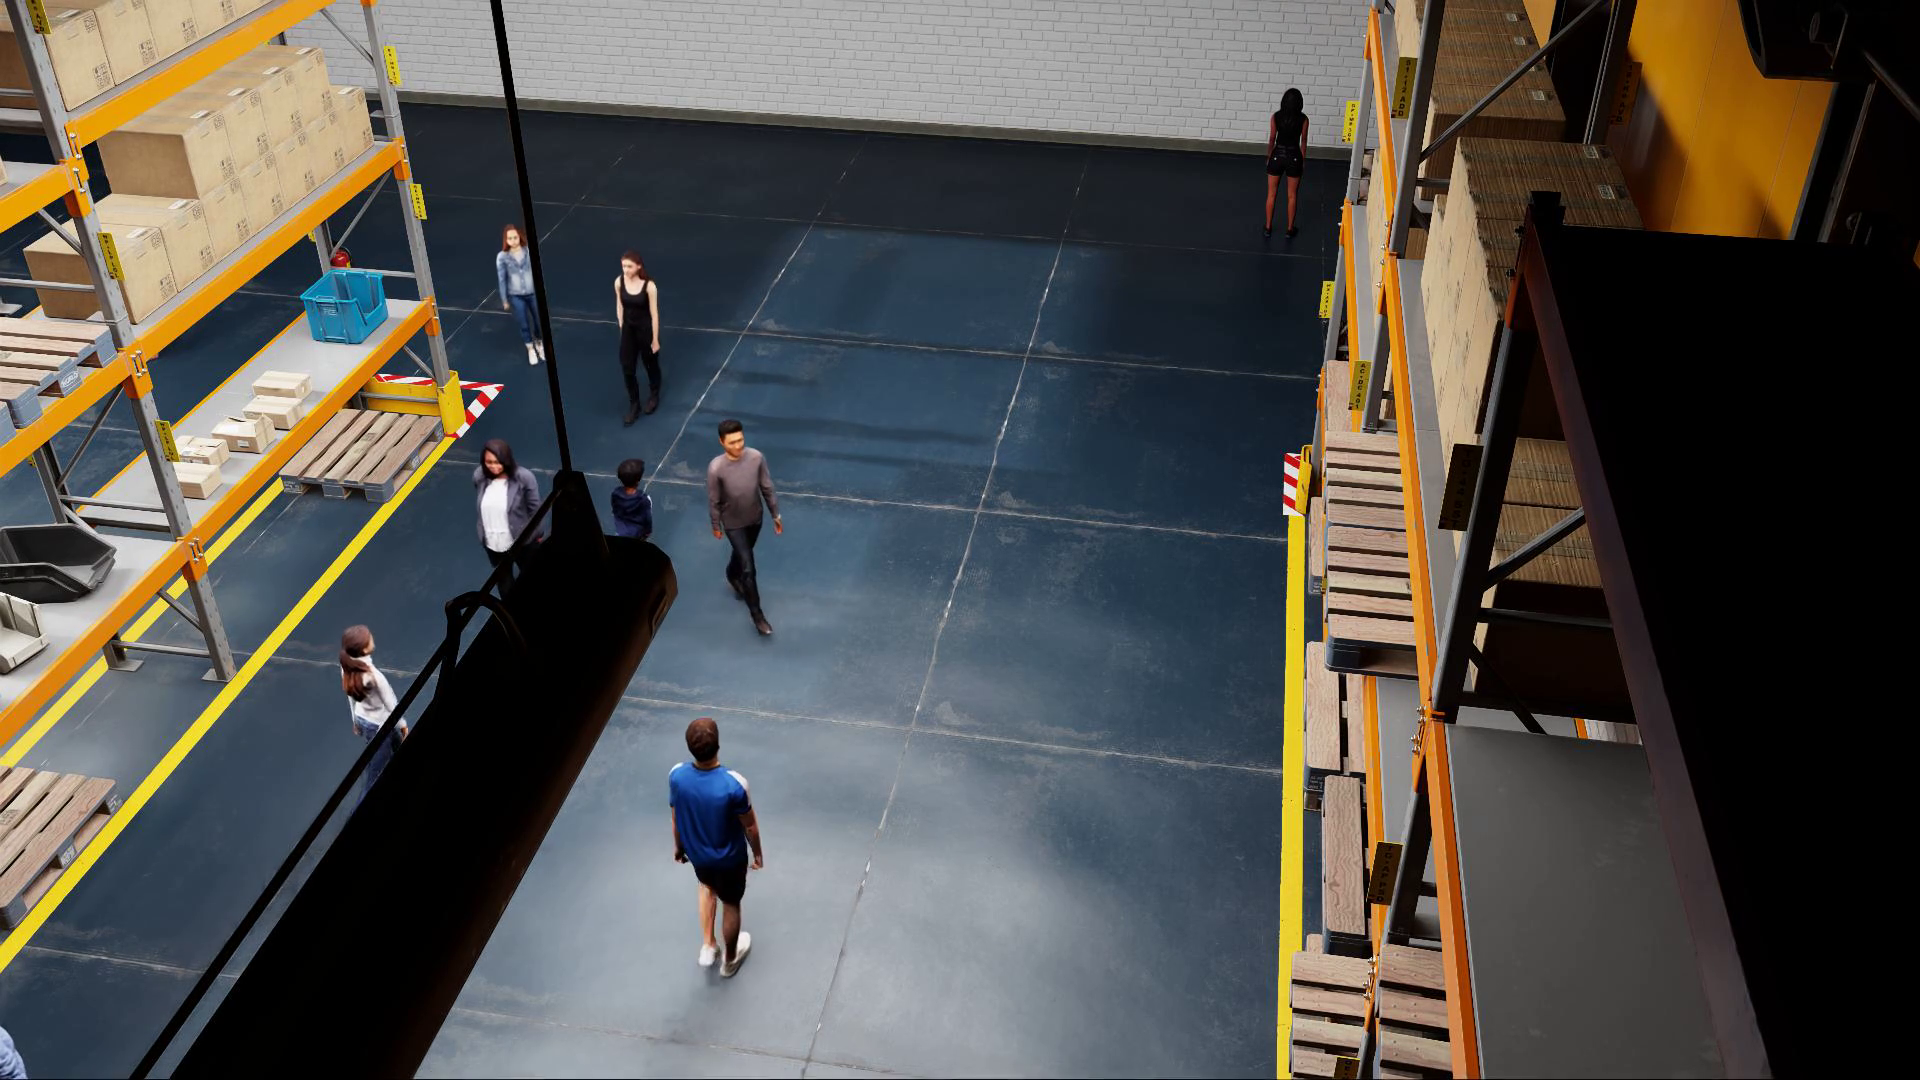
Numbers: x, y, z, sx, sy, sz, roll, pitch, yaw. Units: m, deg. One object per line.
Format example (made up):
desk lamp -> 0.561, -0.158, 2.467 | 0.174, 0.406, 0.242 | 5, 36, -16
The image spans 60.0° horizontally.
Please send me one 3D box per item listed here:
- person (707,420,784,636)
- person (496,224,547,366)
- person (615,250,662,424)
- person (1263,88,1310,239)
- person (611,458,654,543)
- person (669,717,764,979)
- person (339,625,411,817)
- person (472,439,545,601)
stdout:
person -> -1.718, -0.194, 12.910 | 1.109, 1.726, 1.174 | -11, 35, -17
person -> -4.359, -2.479, 16.579 | 0.684, 1.472, 0.701 | -13, 36, -19
person -> -2.966, -1.974, 15.635 | 0.644, 1.674, 0.787 | 8, 35, 12
person -> 3.745, -4.344, 19.142 | 0.607, 1.740, 0.519 | 8, 34, 11
person -> -2.631, -0.055, 13.188 | 0.549, 1.189, 0.861 | 3, 34, 5
person -> -1.465, 1.863, 9.701 | 0.677, 1.855, 0.690 | 7, 34, 10
person -> -3.884, 1.265, 10.900 | 0.802, 1.522, 1.146 | 19, 38, 26
person -> -3.464, -0.087, 12.883 | 0.726, 1.579, 0.931 | 2, 34, 3
